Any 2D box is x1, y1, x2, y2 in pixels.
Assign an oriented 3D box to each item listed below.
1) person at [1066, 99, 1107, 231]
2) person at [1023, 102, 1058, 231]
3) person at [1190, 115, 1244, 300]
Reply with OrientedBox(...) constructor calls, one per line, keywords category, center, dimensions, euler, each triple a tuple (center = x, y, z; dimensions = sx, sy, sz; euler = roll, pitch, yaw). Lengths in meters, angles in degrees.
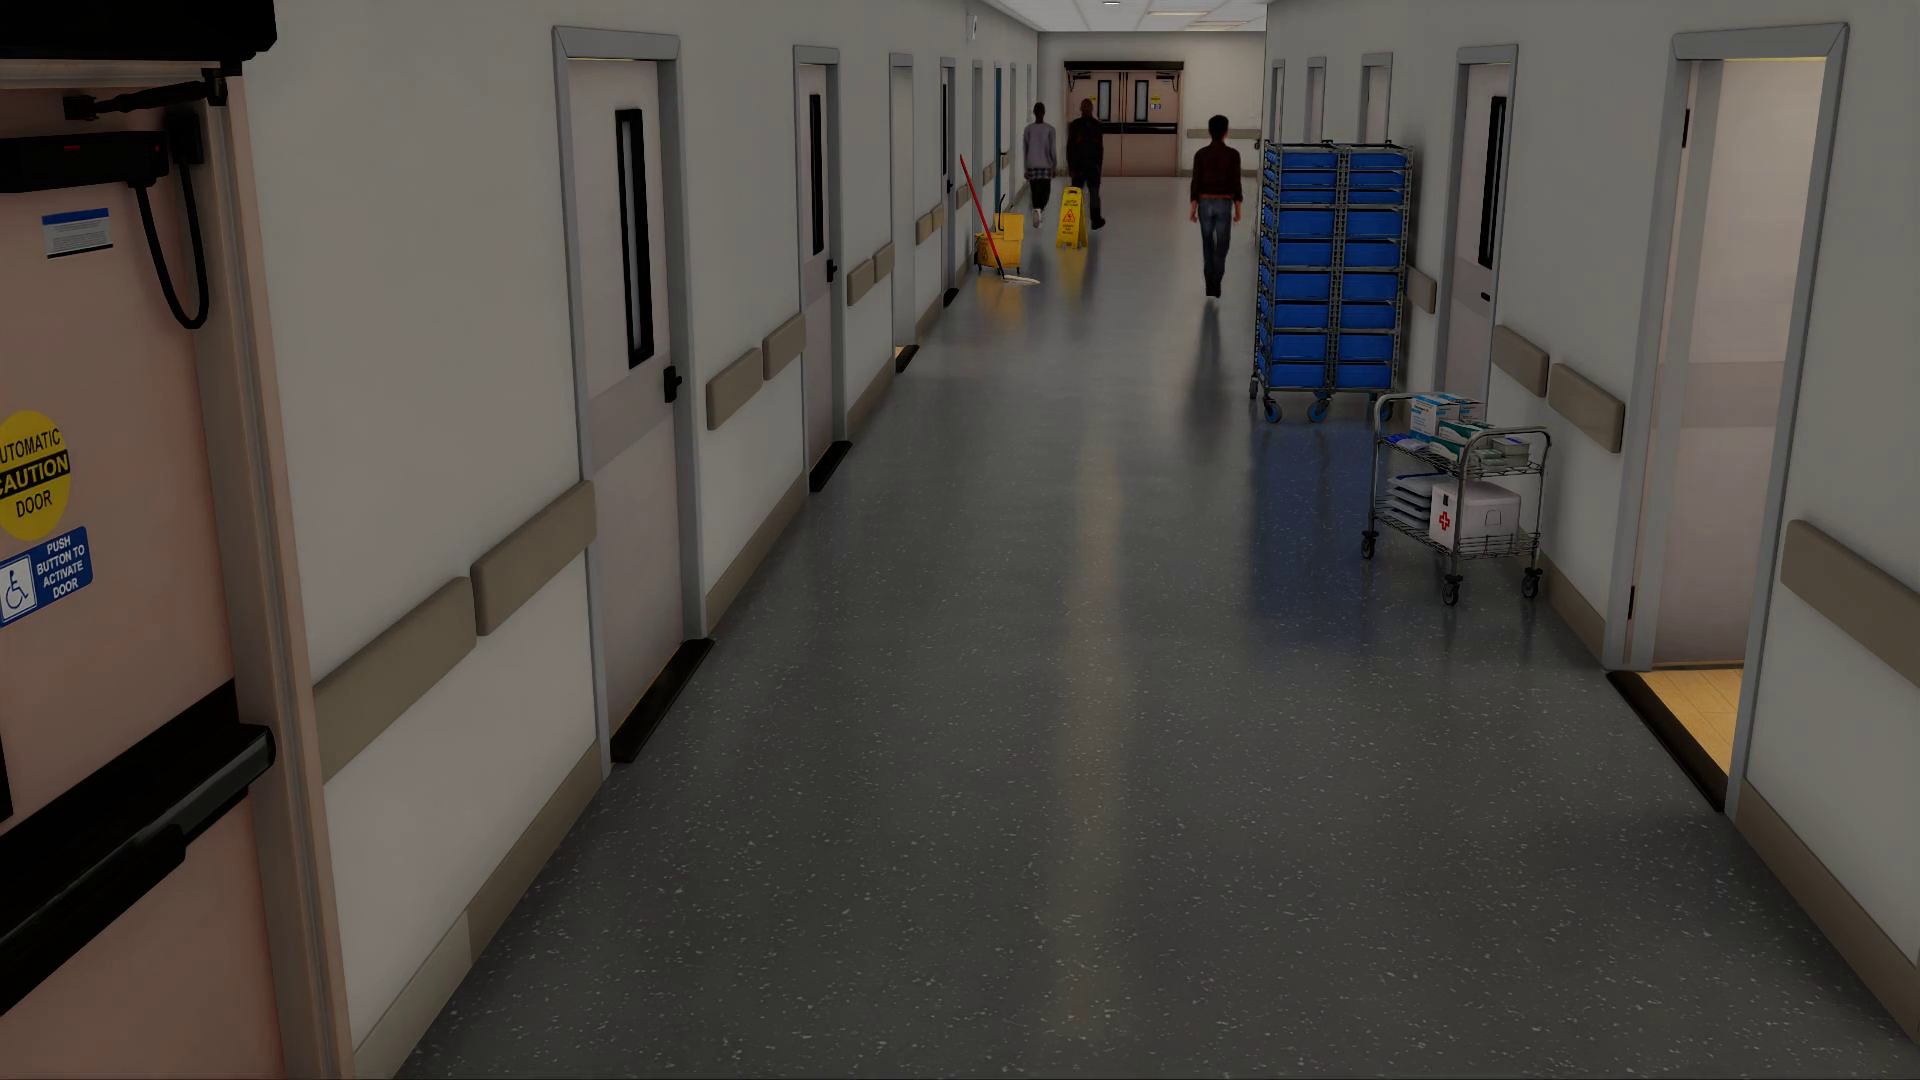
OrientedBox(category="person", center=(1.722, -5.245, 23.347), dimensions=(0.943, 1.786, 1.274), euler=(-3, 16, -11))
OrientedBox(category="person", center=(1.099, -5.171, 23.145), dimensions=(0.693, 1.753, 1.084), euler=(3, 16, 9))
OrientedBox(category="person", center=(2.488, -3.202, 16.159), dimensions=(0.774, 1.753, 1.120), euler=(4, 16, 14))
